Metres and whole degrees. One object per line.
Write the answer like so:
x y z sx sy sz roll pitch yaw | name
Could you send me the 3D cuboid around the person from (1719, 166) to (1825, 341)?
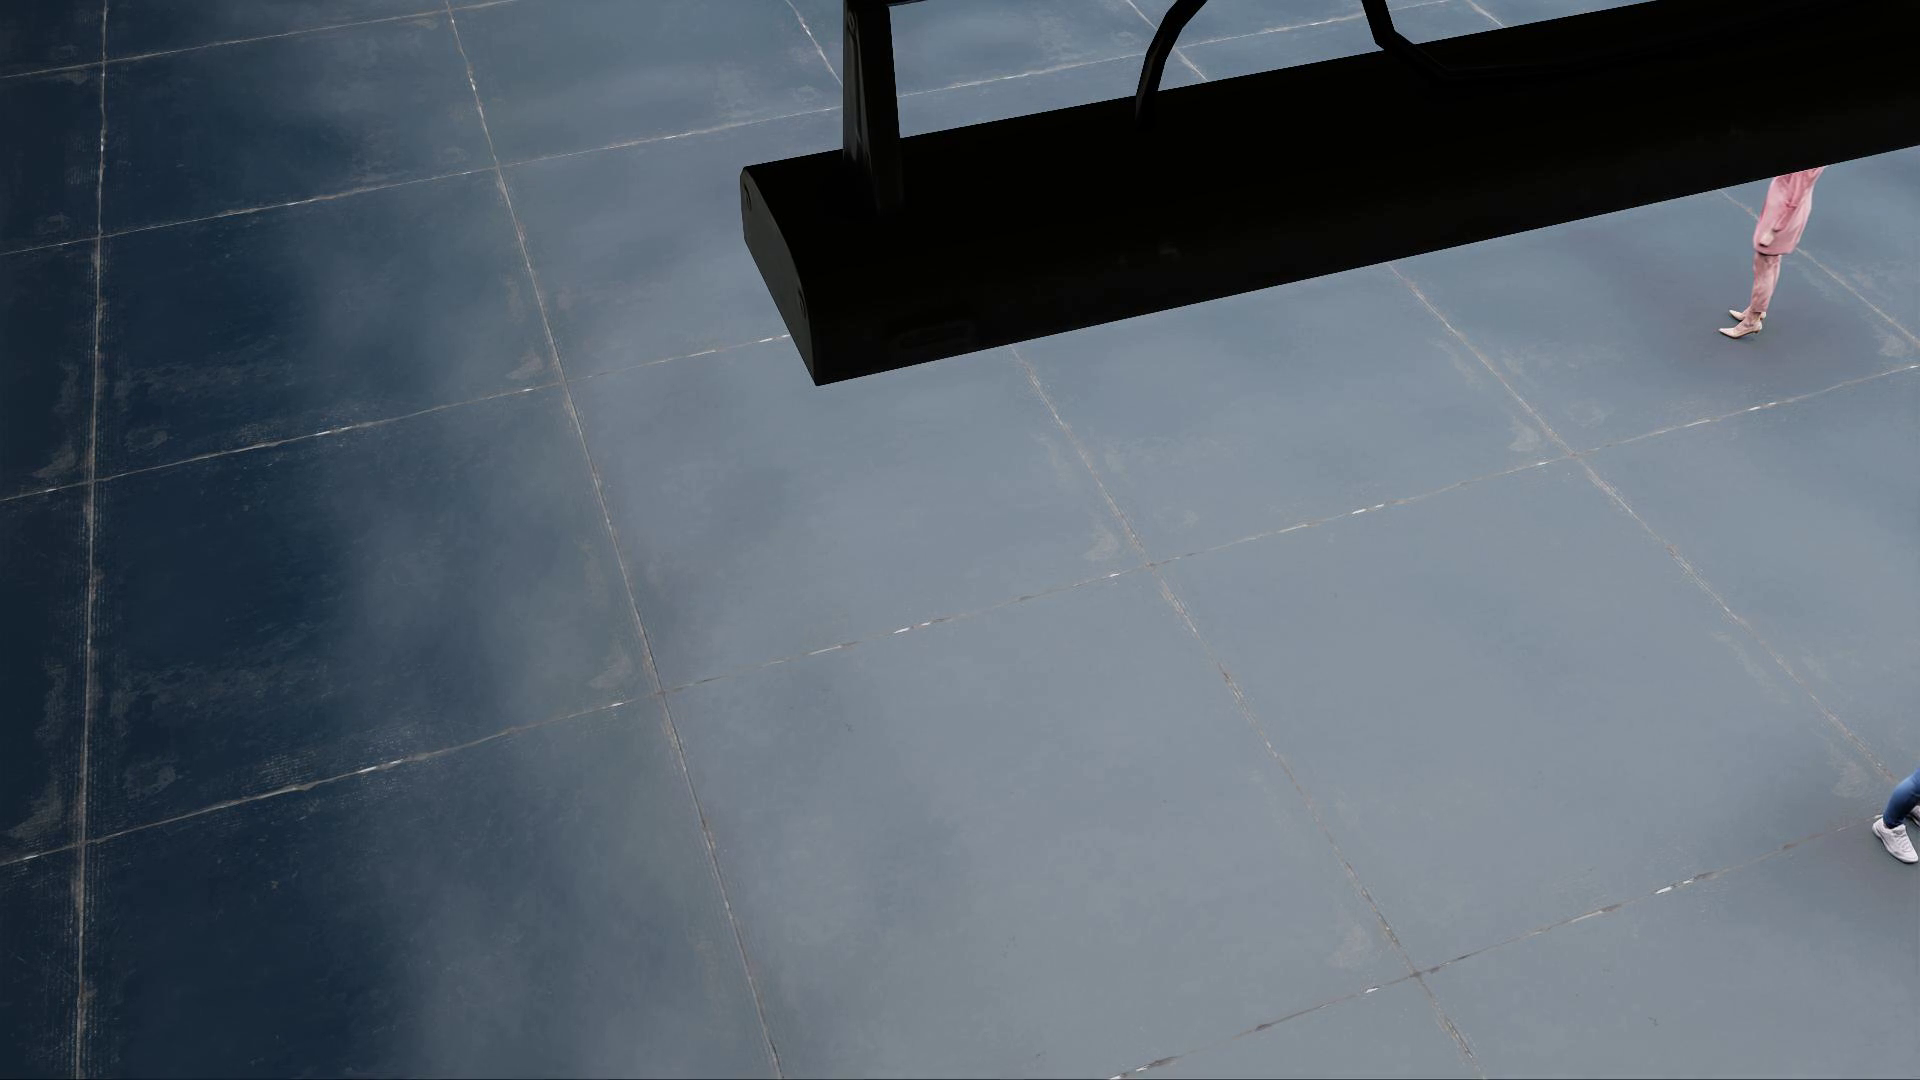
5.513 -2.143 11.127 0.709 1.802 0.695 26 49 25 | person
